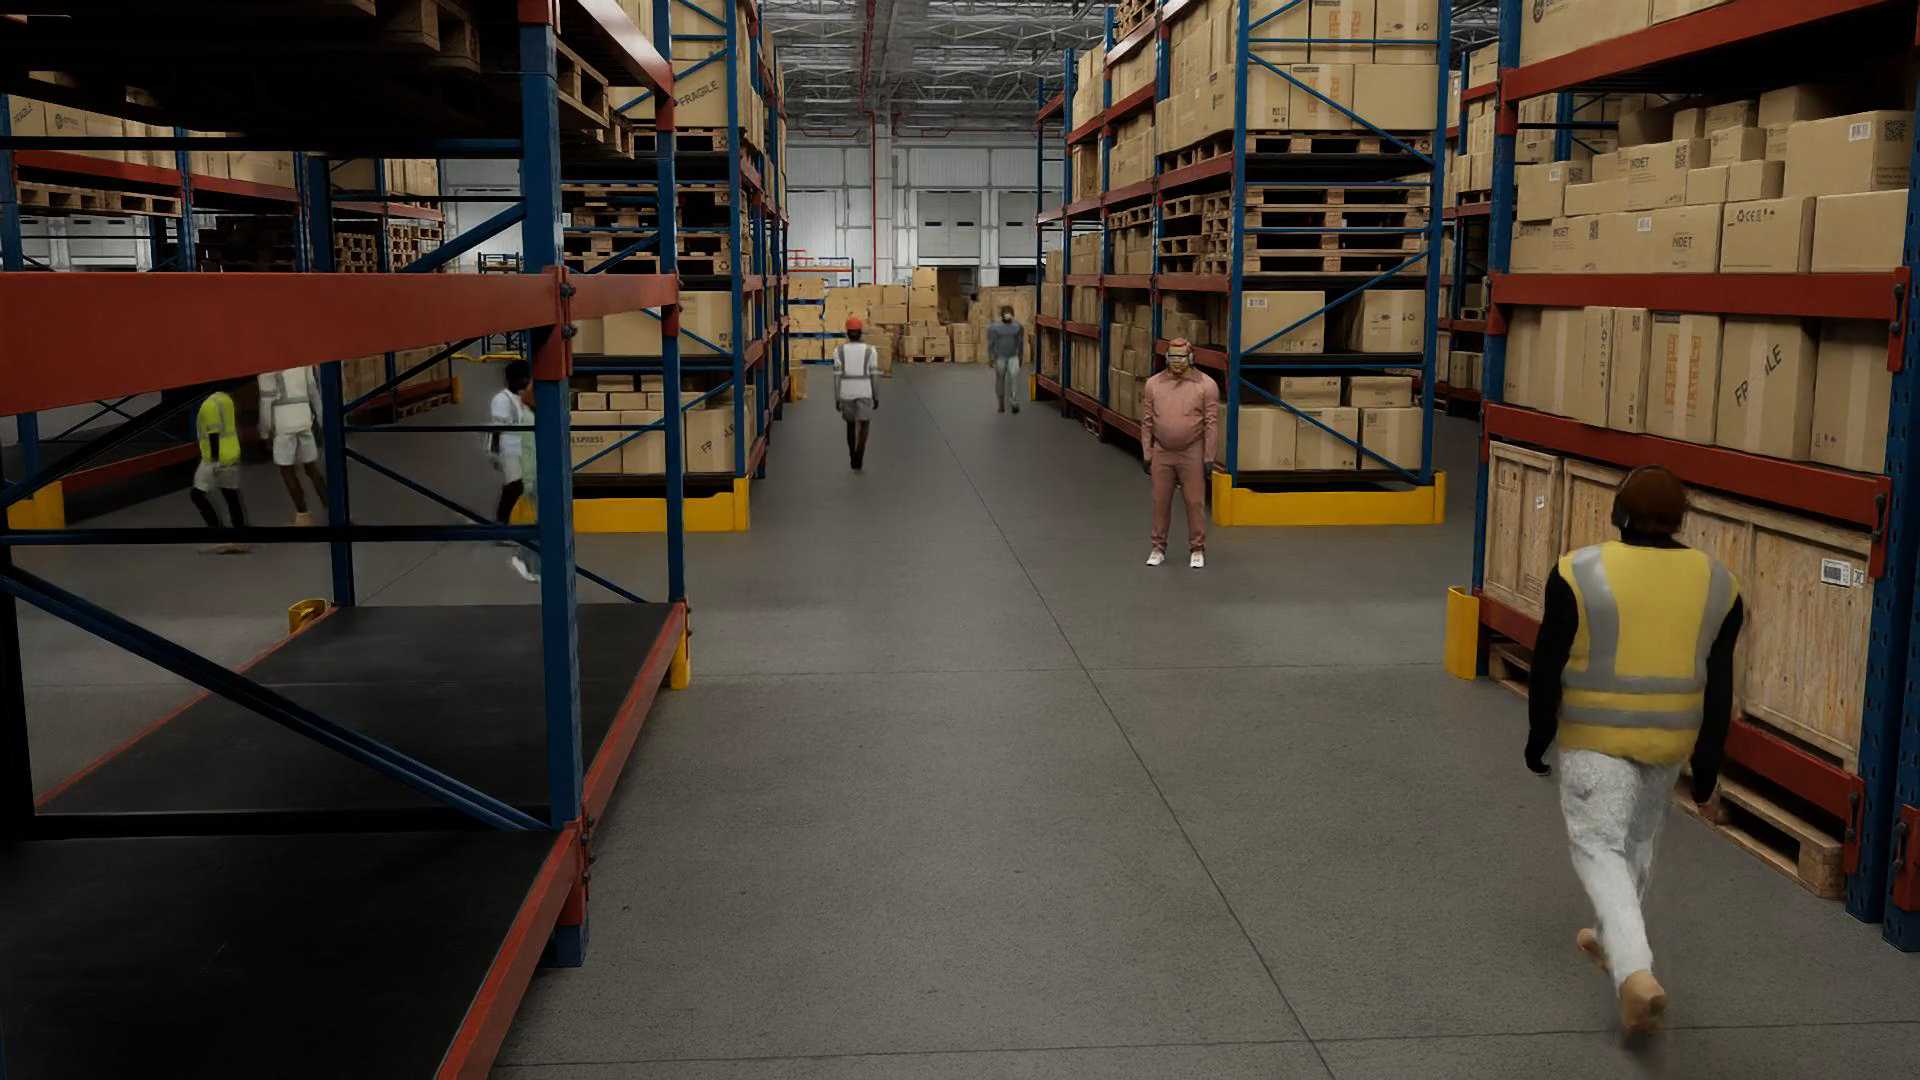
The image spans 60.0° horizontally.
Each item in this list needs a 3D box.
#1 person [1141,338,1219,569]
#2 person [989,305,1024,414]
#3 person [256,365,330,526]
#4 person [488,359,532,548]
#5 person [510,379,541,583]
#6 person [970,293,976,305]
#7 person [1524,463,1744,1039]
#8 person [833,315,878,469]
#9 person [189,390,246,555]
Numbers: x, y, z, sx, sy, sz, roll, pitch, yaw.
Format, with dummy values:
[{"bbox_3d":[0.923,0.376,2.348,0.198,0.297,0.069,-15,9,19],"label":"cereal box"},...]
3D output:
[{"bbox_3d":[1.789,-0.707,13.667,0.638,1.897,0.397,4,10,22],"label":"person"},{"bbox_3d":[0.817,-3.130,28.904,0.642,1.882,1.031,-1,9,-6],"label":"person"},{"bbox_3d":[-6.238,-1.055,15.543,0.528,1.991,0.707,4,10,24],"label":"person"},{"bbox_3d":[-3.953,-0.755,14.640,0.399,1.664,0.600,1,9,6],"label":"person"},{"bbox_3d":[-3.230,-0.448,12.862,0.352,1.619,0.526,1,9,4],"label":"person"},{"bbox_3d":[0.618,-9.353,68.650,0.817,1.666,0.530,2,9,9],"label":"person"},{"bbox_3d":[2.191,0.655,5.398,0.616,1.805,0.889,0,9,-2],"label":"person"},{"bbox_3d":[-1.289,-1.808,20.491,0.555,1.917,0.807,0,9,2],"label":"person"},{"bbox_3d":[-6.400,-0.697,14.249,0.501,1.674,0.545,0,9,-2],"label":"person"}]
